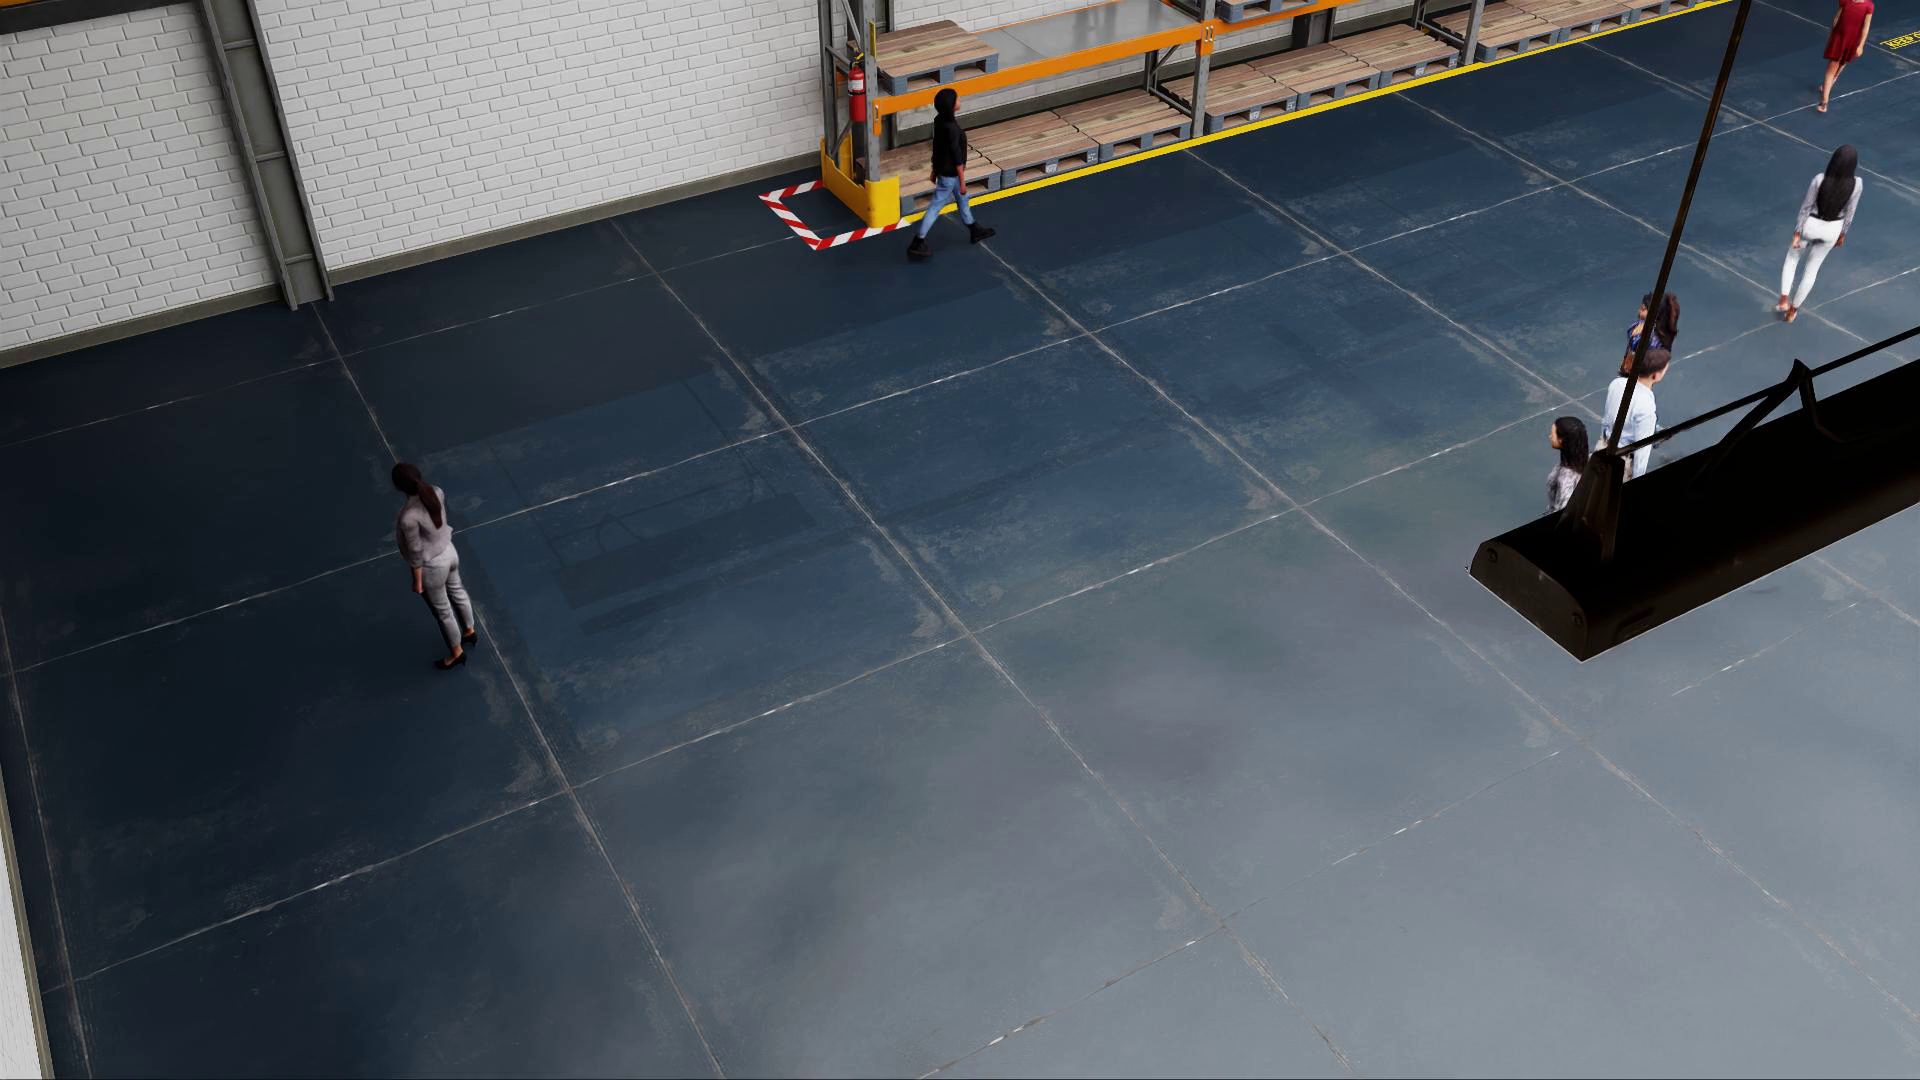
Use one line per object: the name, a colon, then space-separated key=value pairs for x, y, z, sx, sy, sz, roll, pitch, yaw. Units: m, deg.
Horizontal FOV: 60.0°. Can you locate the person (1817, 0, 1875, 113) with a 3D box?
person: x=9.893 y=-5.616 z=18.602 sx=0.945 sy=1.495 sz=1.148 roll=19 pitch=42 yaw=22

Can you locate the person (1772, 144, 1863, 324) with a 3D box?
person: x=7.606 y=-2.672 z=14.740 sx=0.759 sy=1.713 sz=0.817 roll=15 pitch=41 yaw=18

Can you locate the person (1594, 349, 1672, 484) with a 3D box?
person: x=4.762 y=-0.592 z=12.029 sx=0.684 sy=1.846 sz=0.699 roll=-11 pitch=40 yaw=-13

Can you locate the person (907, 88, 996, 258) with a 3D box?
person: x=-0.193 y=-3.418 z=15.719 sx=1.196 sy=1.657 sz=0.695 roll=-14 pitch=41 yaw=-17

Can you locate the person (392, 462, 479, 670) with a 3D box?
person: x=-3.539 y=0.167 z=11.215 sx=0.769 sy=1.677 sz=0.711 roll=9 pitch=39 yaw=11

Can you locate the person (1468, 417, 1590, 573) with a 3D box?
person: x=4.262 y=-0.050 z=11.506 sx=1.115 sy=1.651 sz=1.237 roll=17 pitch=42 yaw=20

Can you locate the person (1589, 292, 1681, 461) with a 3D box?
person: x=5.364 y=-1.254 z=13.052 sx=0.989 sy=1.603 sz=0.902 roll=5 pitch=39 yaw=6
